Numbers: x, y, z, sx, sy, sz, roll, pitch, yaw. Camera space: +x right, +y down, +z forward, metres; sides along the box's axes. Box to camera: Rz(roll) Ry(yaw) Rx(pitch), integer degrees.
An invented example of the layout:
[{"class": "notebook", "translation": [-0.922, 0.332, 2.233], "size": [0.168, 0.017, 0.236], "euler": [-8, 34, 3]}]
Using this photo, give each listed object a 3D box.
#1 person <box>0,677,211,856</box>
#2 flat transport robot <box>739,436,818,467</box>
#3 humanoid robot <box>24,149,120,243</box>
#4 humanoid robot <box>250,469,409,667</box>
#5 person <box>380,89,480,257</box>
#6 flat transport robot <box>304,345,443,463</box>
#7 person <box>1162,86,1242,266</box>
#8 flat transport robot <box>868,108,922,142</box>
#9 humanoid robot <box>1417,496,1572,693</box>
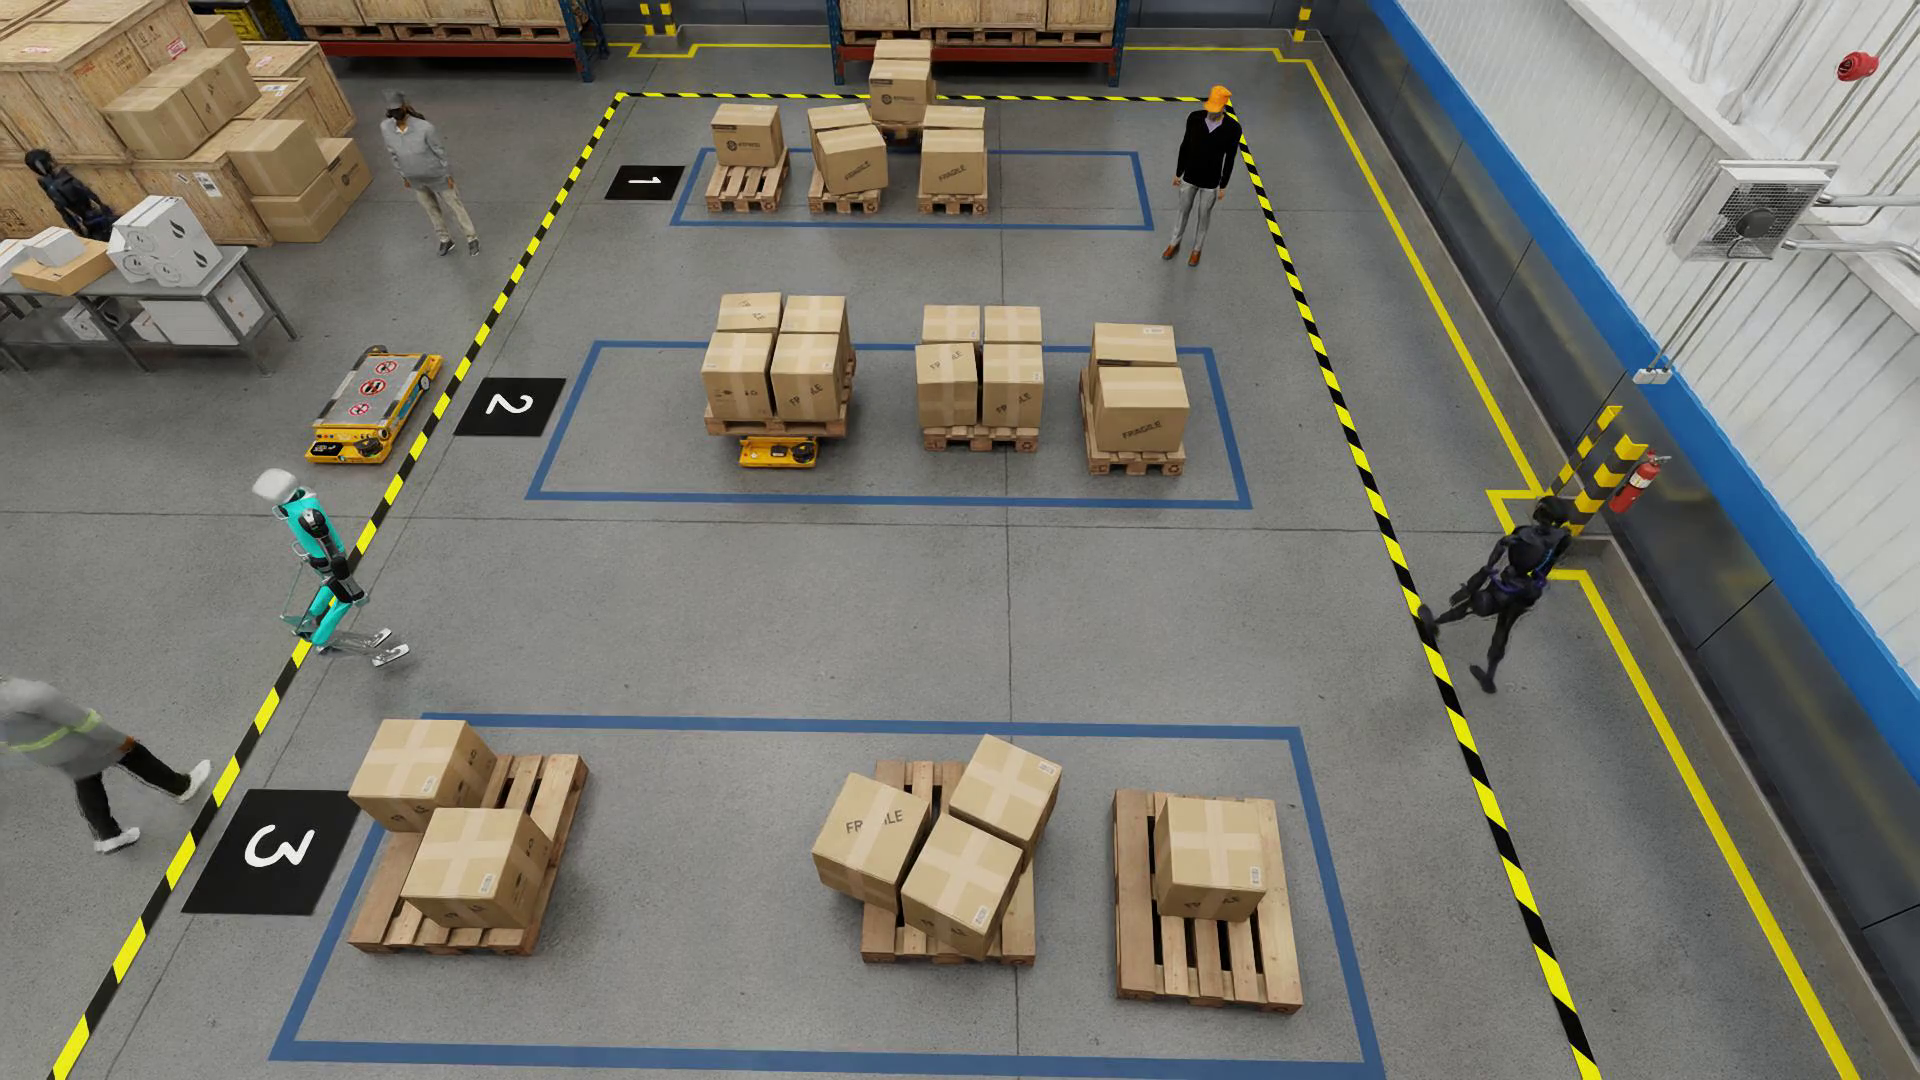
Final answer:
[{"class": "person", "translation": [-5.198, 1.204, 5.325], "size": [0.609, 1.837, 0.674], "euler": [-8, 50, -6]}, {"class": "flat transport robot", "translation": [-1.582, -1.235, 8.394], "size": [0.652, 0.197, 1.431], "euler": [1, 50, 1]}, {"class": "humanoid robot", "translation": [-8.426, -3.066, 9.039], "size": [0.609, 1.651, 0.393], "euler": [6, 50, 5]}, {"class": "humanoid robot", "translation": [-4.299, 0.305, 6.056], "size": [0.533, 1.680, 0.735], "euler": [35, 58, 26]}, {"class": "person", "translation": [-5.588, -3.833, 9.627], "size": [0.568, 1.769, 0.397], "euler": [-1, 50, -1]}, {"class": "flat transport robot", "translation": [-5.383, -1.269, 8.441], "size": [0.659, 0.231, 1.431], "euler": [1, 50, 1]}, {"class": "person", "translation": [2.499, -3.745, 9.482], "size": [0.584, 1.879, 0.379], "euler": [23, 54, 19]}, {"class": "flat transport robot", "translation": [-0.673, -5.408, 11.925], "size": [1.431, 0.197, 0.652], "euler": [1, 50, 1]}, {"class": "humanoid robot", "translation": [3.690, 0.311, 6.207], "size": [0.584, 1.621, 0.781], "euler": [-8, 50, -7]}]
